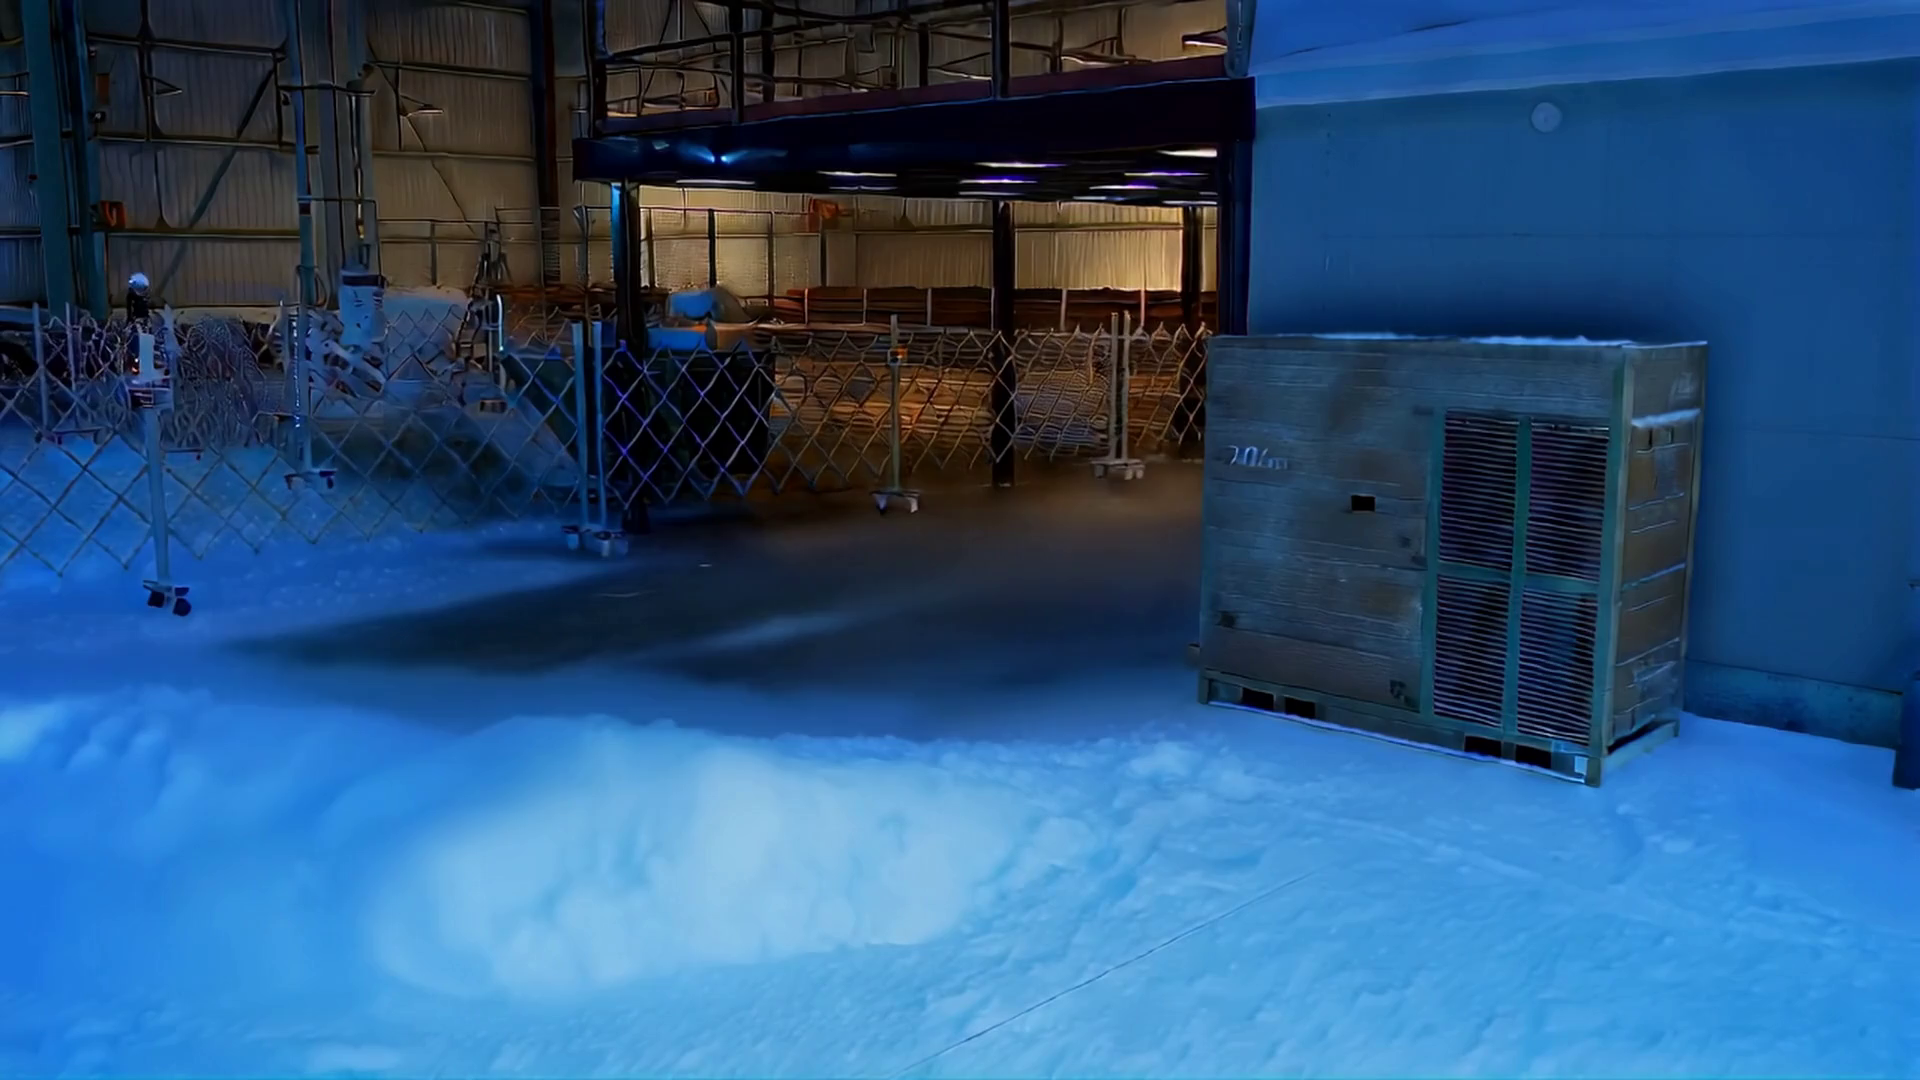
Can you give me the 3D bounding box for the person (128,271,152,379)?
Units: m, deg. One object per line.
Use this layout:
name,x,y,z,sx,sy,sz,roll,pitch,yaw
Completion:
person,-13.540,-3.426,27.565,0.417,2.036,0.601,-3,10,-17
